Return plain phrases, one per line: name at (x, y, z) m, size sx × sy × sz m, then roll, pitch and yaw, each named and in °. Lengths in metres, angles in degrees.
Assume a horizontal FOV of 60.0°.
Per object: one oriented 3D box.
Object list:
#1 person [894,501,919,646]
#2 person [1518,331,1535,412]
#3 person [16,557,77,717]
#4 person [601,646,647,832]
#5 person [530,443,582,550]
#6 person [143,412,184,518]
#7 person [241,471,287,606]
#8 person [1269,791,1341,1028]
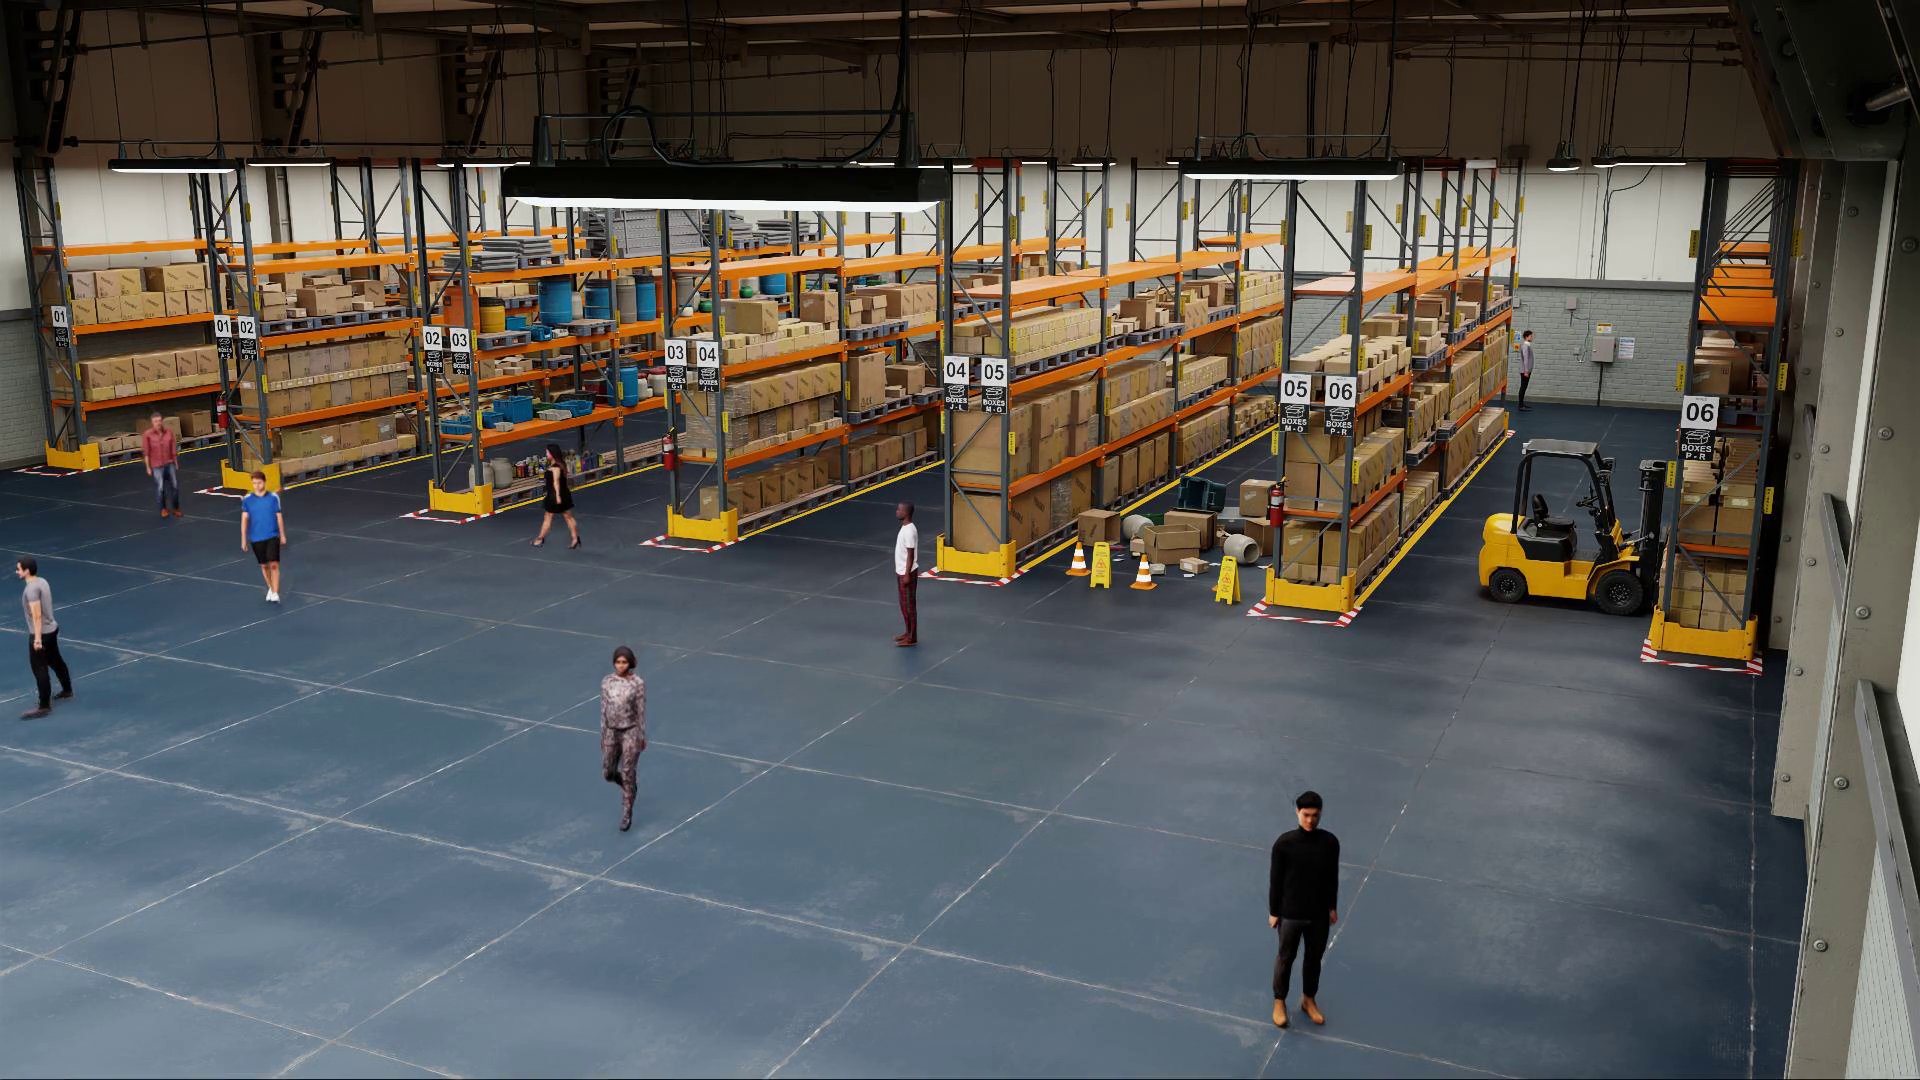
person at (-0.664, 0.405, 20.947) m, size 0.793 × 1.835 × 0.671 m, roll -2°, pitch 13°, yaw -8°
person at (13.687, -4.112, 40.258) m, size 0.806 × 1.923 × 0.582 m, roll 5°, pitch 14°, yaw 20°
person at (-10.184, 1.033, 18.442) m, size 0.972 × 1.741 × 0.905 m, roll -4°, pitch 14°, yaw -17°
person at (-3.065, 1.787, 15.269) m, size 0.719 × 1.705 × 0.854 m, roll 2°, pitch 13°, yaw 8°
person at (-6.139, -0.650, 25.842) m, size 0.935 × 1.683 × 1.031 m, roll 1°, pitch 13°, yaw 3°
person at (-13.598, -1.284, 28.300) m, size 0.908 × 1.810 × 0.959 m, roll -10°, pitch 16°, yaw -37°
person at (-9.551, -0.049, 22.901) m, size 1.081 × 1.838 × 1.184 m, roll -3°, pitch 13°, yaw -14°
person at (2.436, 2.587, 11.773) m, size 0.723 × 1.723 × 0.713 m, roll -1°, pitch 13°, yaw -6°
